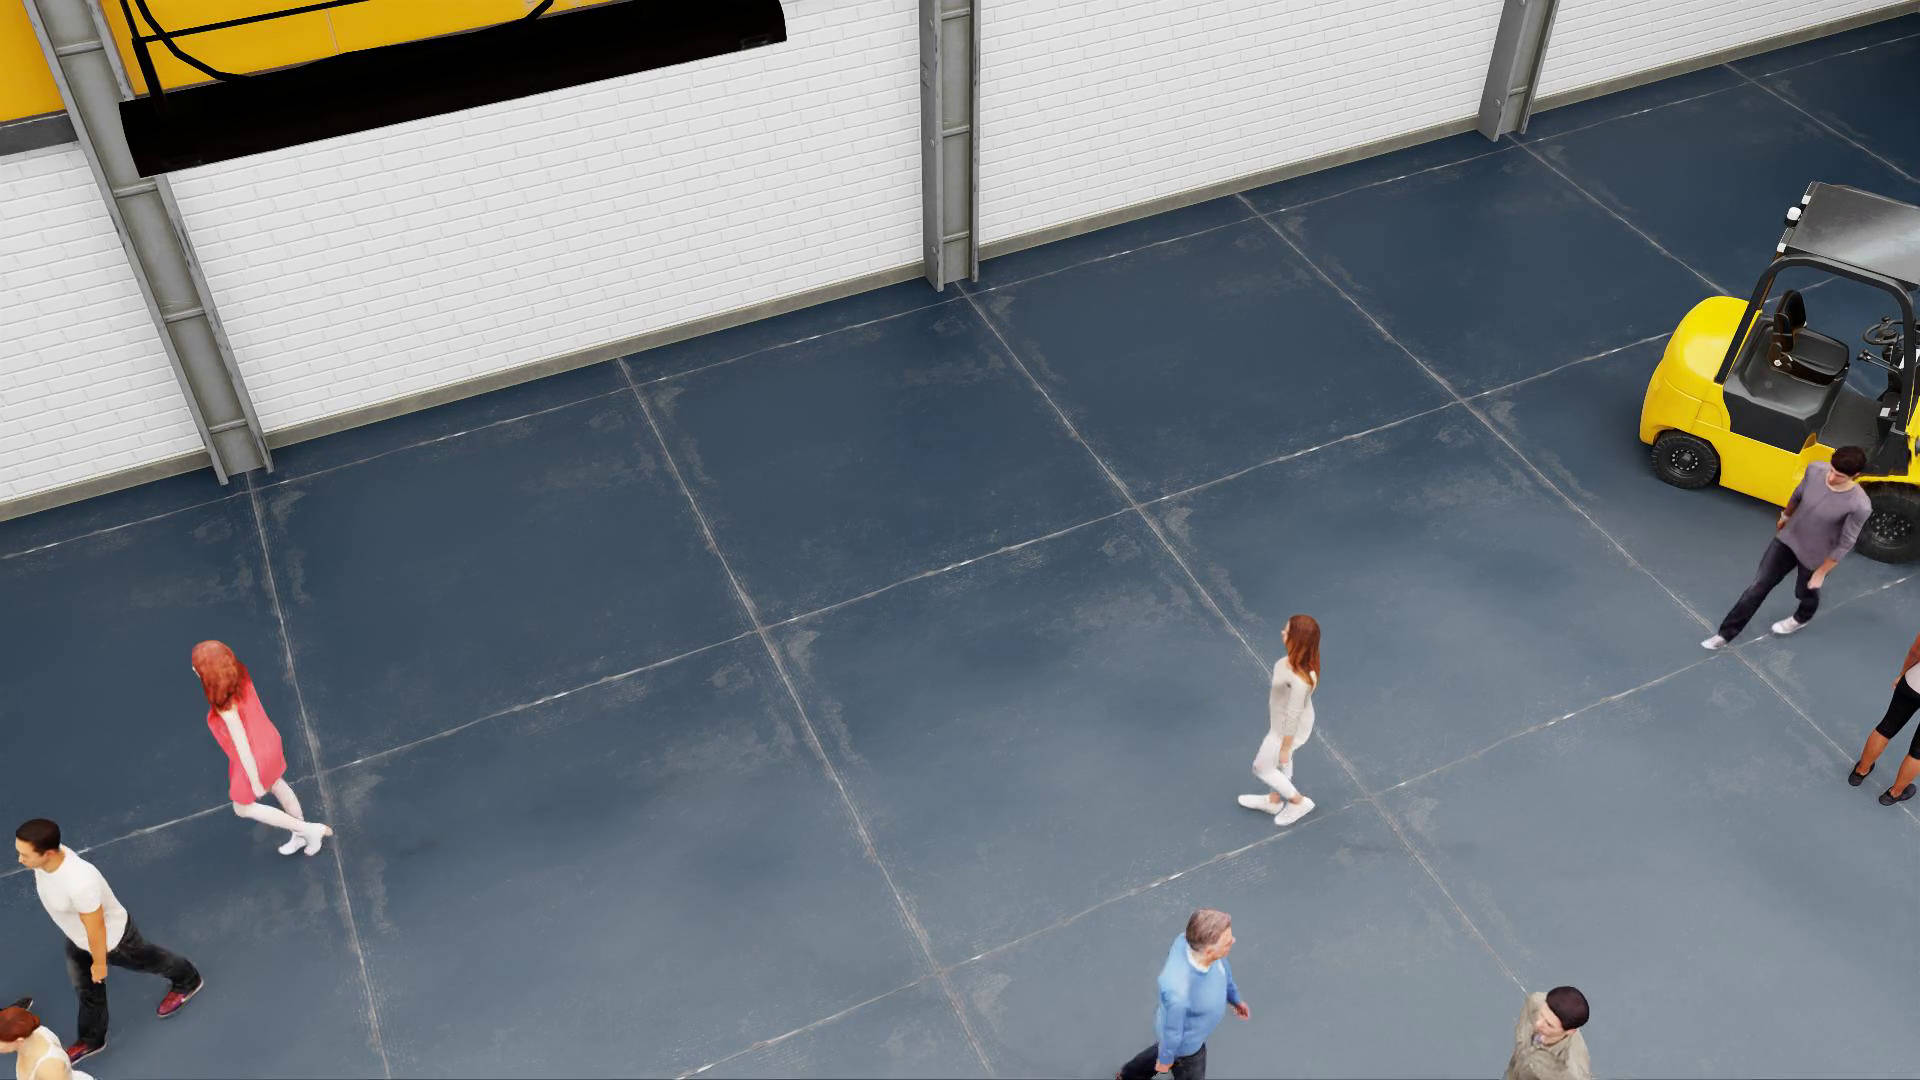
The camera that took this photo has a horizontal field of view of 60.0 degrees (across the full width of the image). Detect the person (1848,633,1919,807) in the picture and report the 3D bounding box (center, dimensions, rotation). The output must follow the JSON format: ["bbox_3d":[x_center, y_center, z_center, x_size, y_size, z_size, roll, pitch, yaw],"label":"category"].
[{"bbox_3d":[5.825,0.928,9.986,0.611,1.748,0.650,-28,50,-26],"label":"person"}]

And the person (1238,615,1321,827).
[{"bbox_3d":[2.026,1.101,9.837,0.860,1.704,0.802,11,45,11],"label":"person"}]

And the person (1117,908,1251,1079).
[{"bbox_3d":[1.079,2.406,8.408,0.995,1.785,0.937,19,47,19],"label":"person"}]

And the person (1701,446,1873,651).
[{"bbox_3d":[5.616,0.040,10.884,1.146,1.796,0.769,-18,46,-18],"label":"person"}]

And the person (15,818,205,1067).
[{"bbox_3d":[-4.480,2.010,8.834,1.009,1.770,1.150,21,48,21],"label":"person"}]

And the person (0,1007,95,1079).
[{"bbox_3d":[-4.272,2.733,8.175,0.686,1.633,0.660,-34,53,-30],"label":"person"}]

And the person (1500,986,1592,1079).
[{"bbox_3d":[2.901,2.682,8.090,1.207,1.824,0.852,-9,44,-9],"label":"person"}]

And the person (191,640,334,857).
[{"bbox_3d":[-3.972,1.242,9.609,0.748,1.814,0.720,-7,44,-7],"label":"person"}]
